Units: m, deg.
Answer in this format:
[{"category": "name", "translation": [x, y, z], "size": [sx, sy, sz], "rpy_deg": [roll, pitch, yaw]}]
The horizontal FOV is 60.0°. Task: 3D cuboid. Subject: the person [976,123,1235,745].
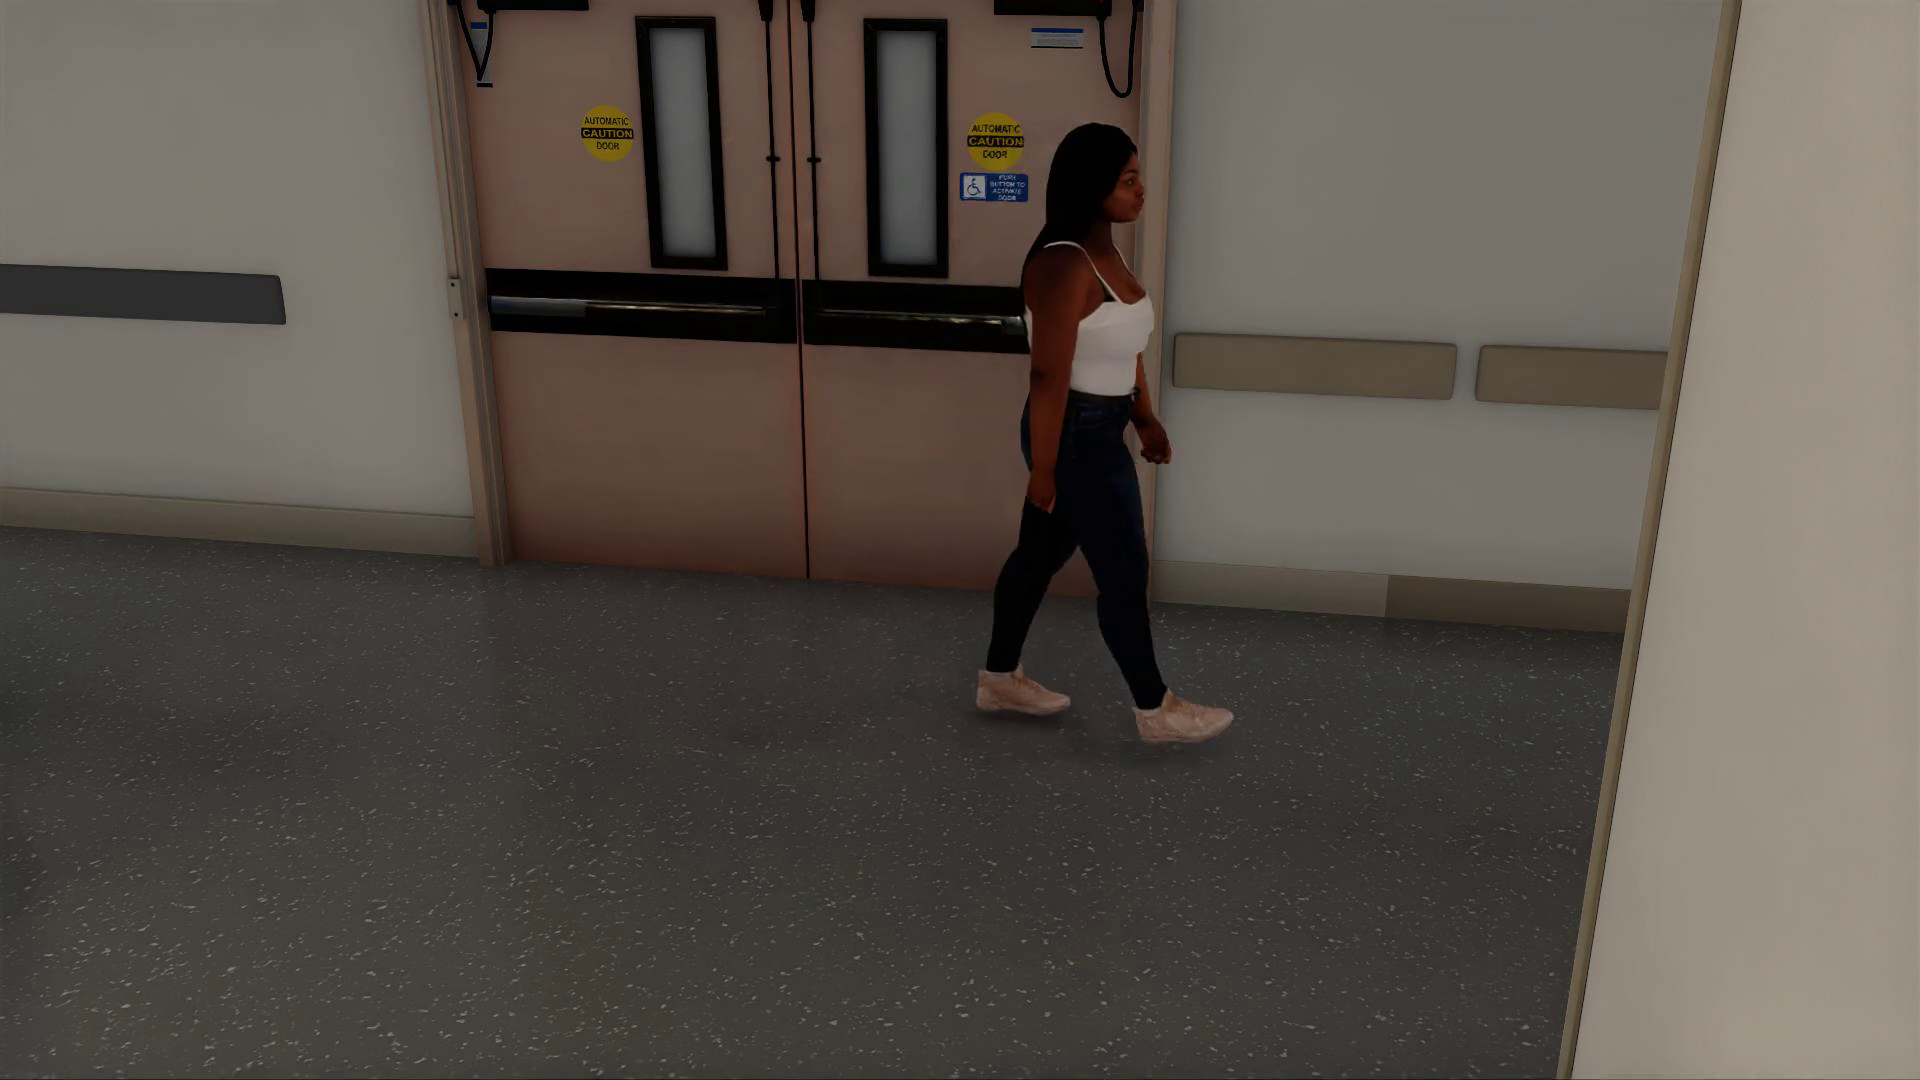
[{"category": "person", "translation": [0.233, -0.264, 4.772], "size": [1.017, 1.775, 0.683], "rpy_deg": [4, 21, 11]}]
